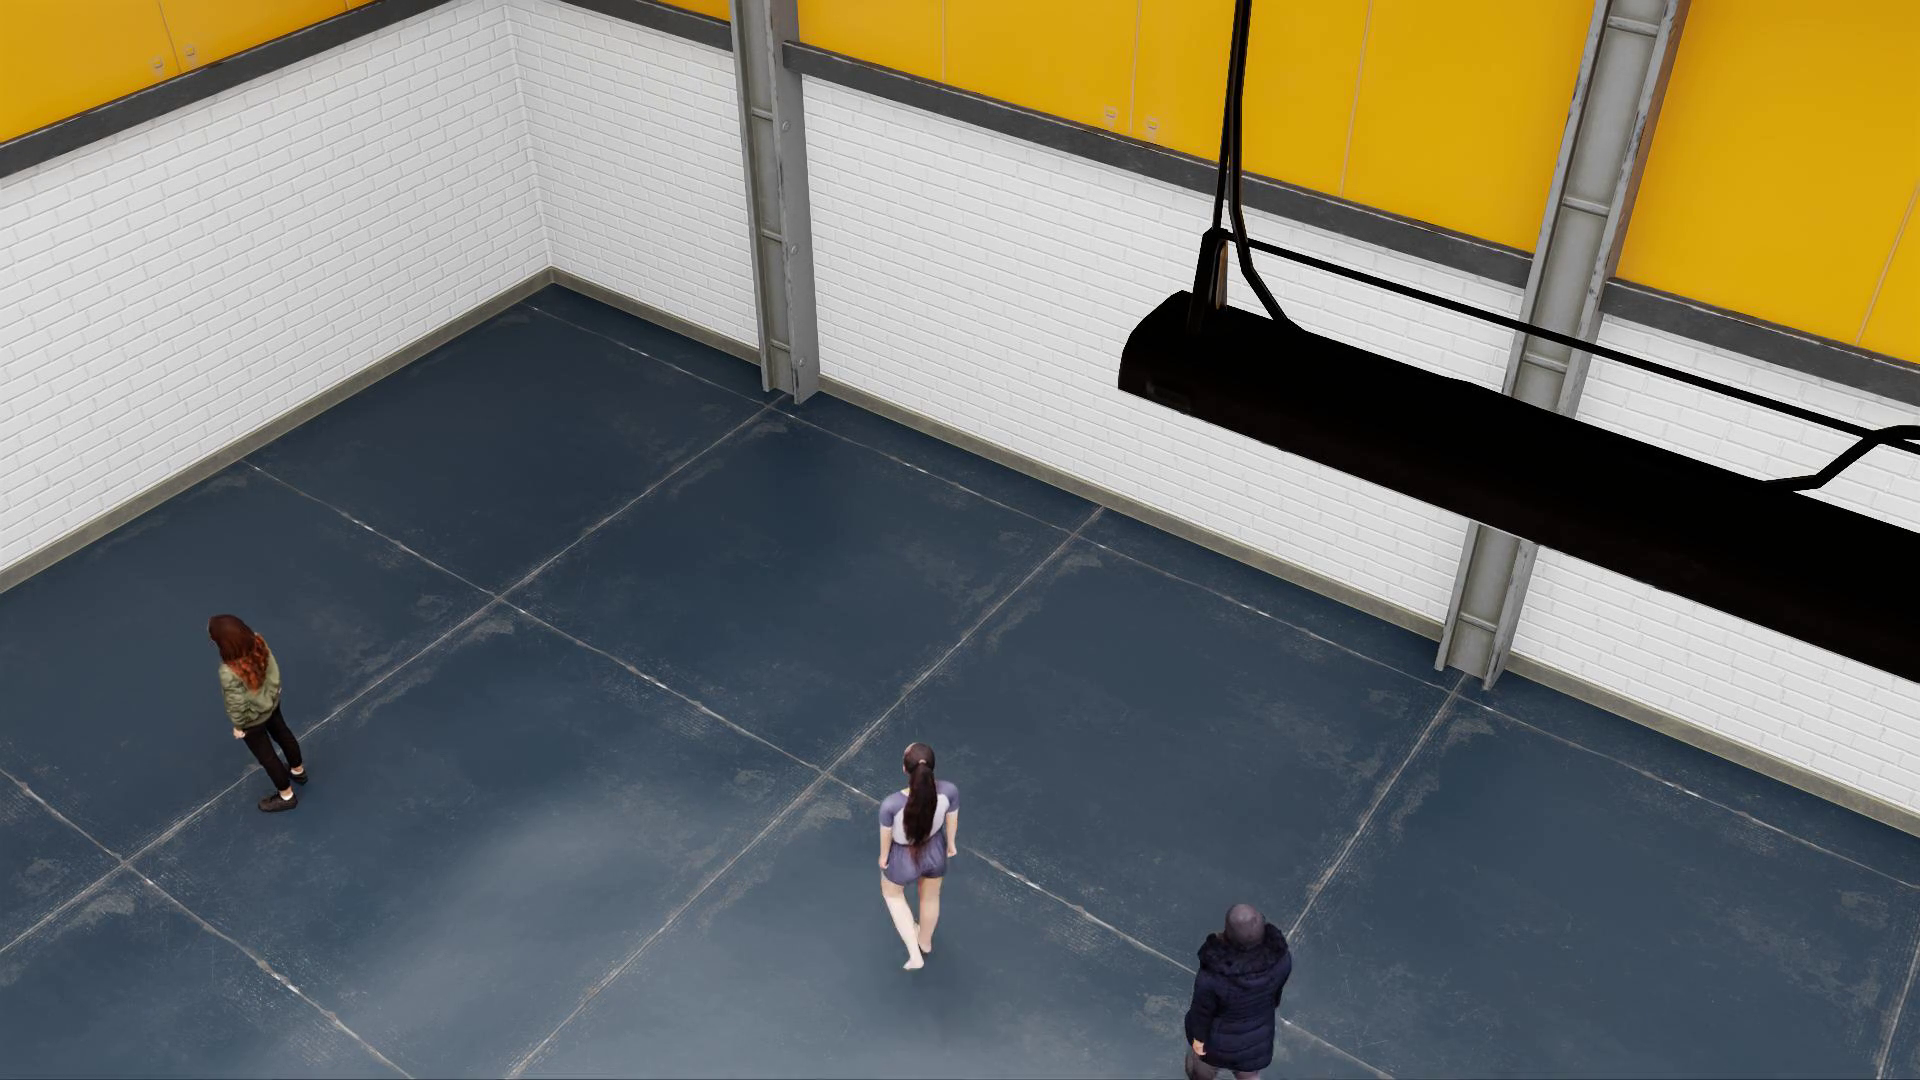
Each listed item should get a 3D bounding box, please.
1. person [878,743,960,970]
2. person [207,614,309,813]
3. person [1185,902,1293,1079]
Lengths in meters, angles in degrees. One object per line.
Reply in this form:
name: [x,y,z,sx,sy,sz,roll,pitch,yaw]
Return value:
person: [-0.207,1.757,8.959,0.764,1.641,0.824,-13,40,-15]
person: [-4.238,0.998,10.043,0.647,1.474,0.663,9,40,11]
person: [1.377,2.420,8.118,1.036,1.654,1.152,-11,40,-13]
